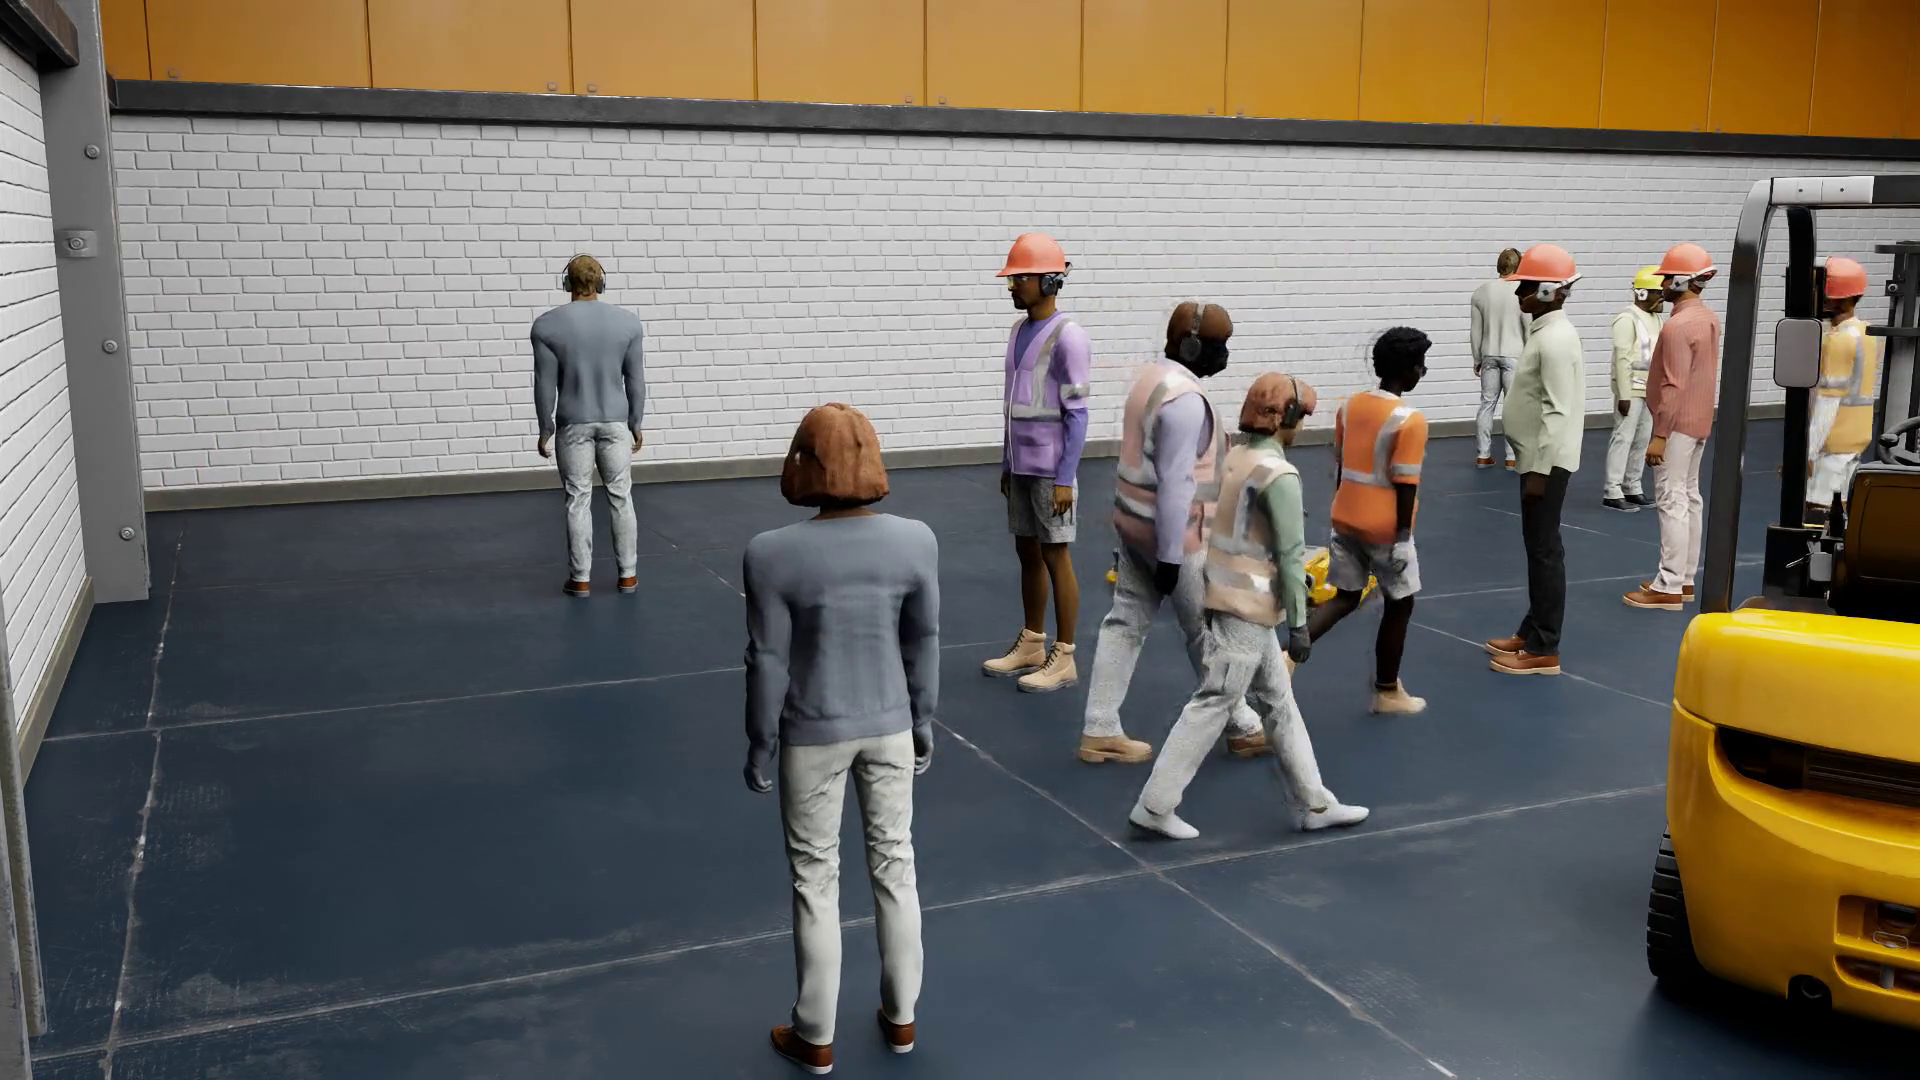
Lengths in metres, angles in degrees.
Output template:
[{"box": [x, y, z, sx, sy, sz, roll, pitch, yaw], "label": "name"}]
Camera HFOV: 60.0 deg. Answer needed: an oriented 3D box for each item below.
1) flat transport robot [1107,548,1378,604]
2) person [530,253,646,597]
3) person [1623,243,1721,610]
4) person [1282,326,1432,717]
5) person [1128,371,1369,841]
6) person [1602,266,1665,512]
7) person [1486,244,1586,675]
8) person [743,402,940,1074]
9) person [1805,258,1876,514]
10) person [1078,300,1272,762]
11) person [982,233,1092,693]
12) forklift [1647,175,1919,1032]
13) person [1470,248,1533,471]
[{"box": [1.636, 0.158, 9.609, 1.431, 0.197, 0.652, 5, 11, 26], "label": "flat transport robot"}, {"box": [-2.090, -0.642, 9.420, 0.627, 1.940, 0.376, -4, 11, -20], "label": "person"}, {"box": [3.926, -0.614, 9.115, 0.381, 1.994, 0.613, 8, 13, 38], "label": "person"}, {"box": [1.640, -0.050, 6.886, 0.719, 1.666, 0.569, -4, 11, -22], "label": "person"}, {"box": [0.963, 0.236, 5.562, 0.858, 1.589, 0.522, -1, 10, -5], "label": "person"}, {"box": [5.060, -1.120, 12.386, 0.595, 1.823, 0.403, -9, 14, -41], "label": "person"}, {"box": [2.697, -0.370, 7.762, 0.379, 1.996, 0.609, 3, 11, 17], "label": "person"}, {"box": [-0.285, 0.483, 4.055, 0.504, 1.636, 0.280, -5, 11, -25], "label": "person"}, {"box": [4.597, -0.504, 8.767, 0.403, 1.906, 0.594, 9, 13, 40], "label": "person"}, {"box": [0.871, -0.010, 6.376, 0.911, 1.789, 0.639, -2, 10, -10], "label": "person"}, {"box": [0.342, -0.341, 7.474, 0.377, 2.044, 0.608, -5, 12, -27], "label": "person"}, {"box": [2.810, 0.094, 4.662, 1.214, 2.155, 2.313, 7, 12, 34], "label": "forklift"}, {"box": [4.772, -1.578, 14.583, 0.628, 1.940, 0.373, 10, 14, 43], "label": "person"}]
